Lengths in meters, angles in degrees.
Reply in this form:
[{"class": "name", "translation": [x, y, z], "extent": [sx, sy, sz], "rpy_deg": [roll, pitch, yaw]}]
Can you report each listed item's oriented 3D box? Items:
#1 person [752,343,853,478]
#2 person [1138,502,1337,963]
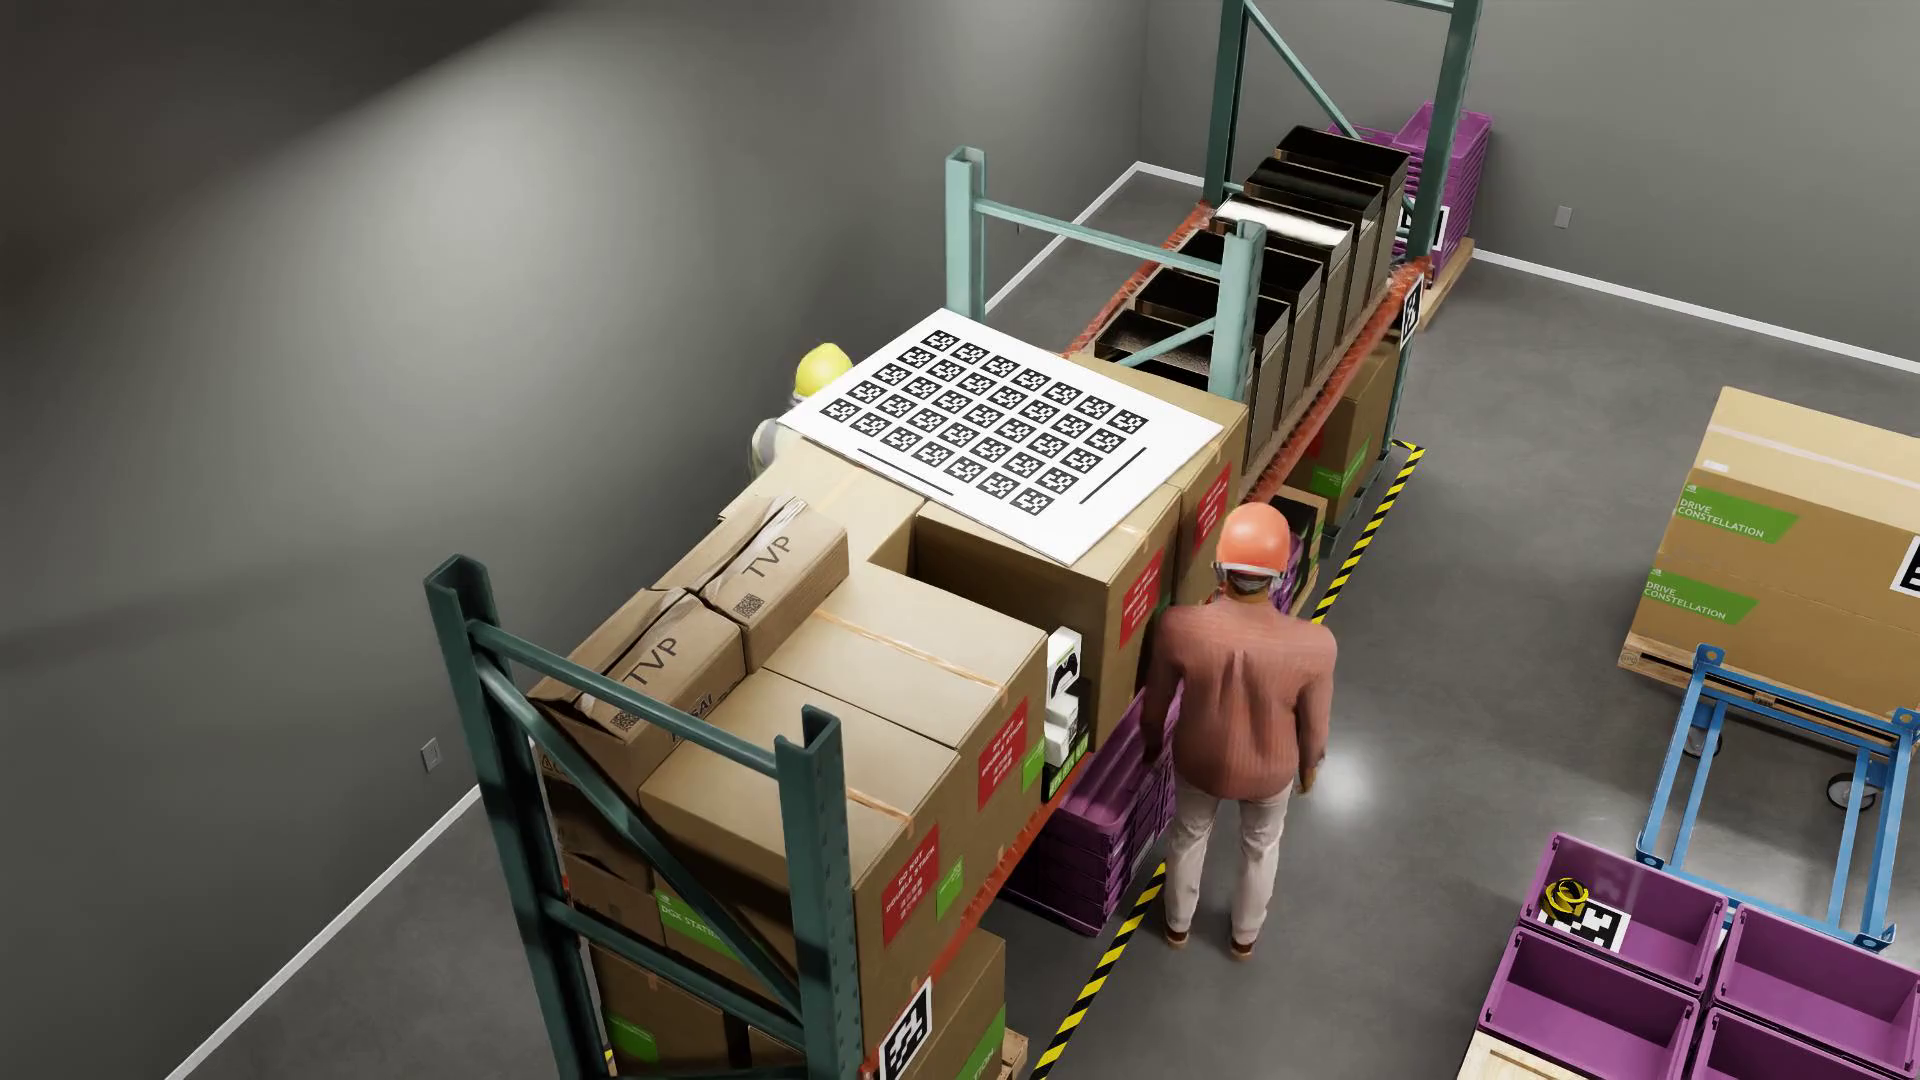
[{"class": "person", "translation": [-0.536, 0.050, 6.650], "extent": [0.607, 1.804, 0.881], "rpy_deg": [17, 43, 19]}, {"class": "person", "translation": [0.924, 0.706, 5.728], "extent": [0.634, 1.973, 0.450], "rpy_deg": [10, 41, 12]}]
